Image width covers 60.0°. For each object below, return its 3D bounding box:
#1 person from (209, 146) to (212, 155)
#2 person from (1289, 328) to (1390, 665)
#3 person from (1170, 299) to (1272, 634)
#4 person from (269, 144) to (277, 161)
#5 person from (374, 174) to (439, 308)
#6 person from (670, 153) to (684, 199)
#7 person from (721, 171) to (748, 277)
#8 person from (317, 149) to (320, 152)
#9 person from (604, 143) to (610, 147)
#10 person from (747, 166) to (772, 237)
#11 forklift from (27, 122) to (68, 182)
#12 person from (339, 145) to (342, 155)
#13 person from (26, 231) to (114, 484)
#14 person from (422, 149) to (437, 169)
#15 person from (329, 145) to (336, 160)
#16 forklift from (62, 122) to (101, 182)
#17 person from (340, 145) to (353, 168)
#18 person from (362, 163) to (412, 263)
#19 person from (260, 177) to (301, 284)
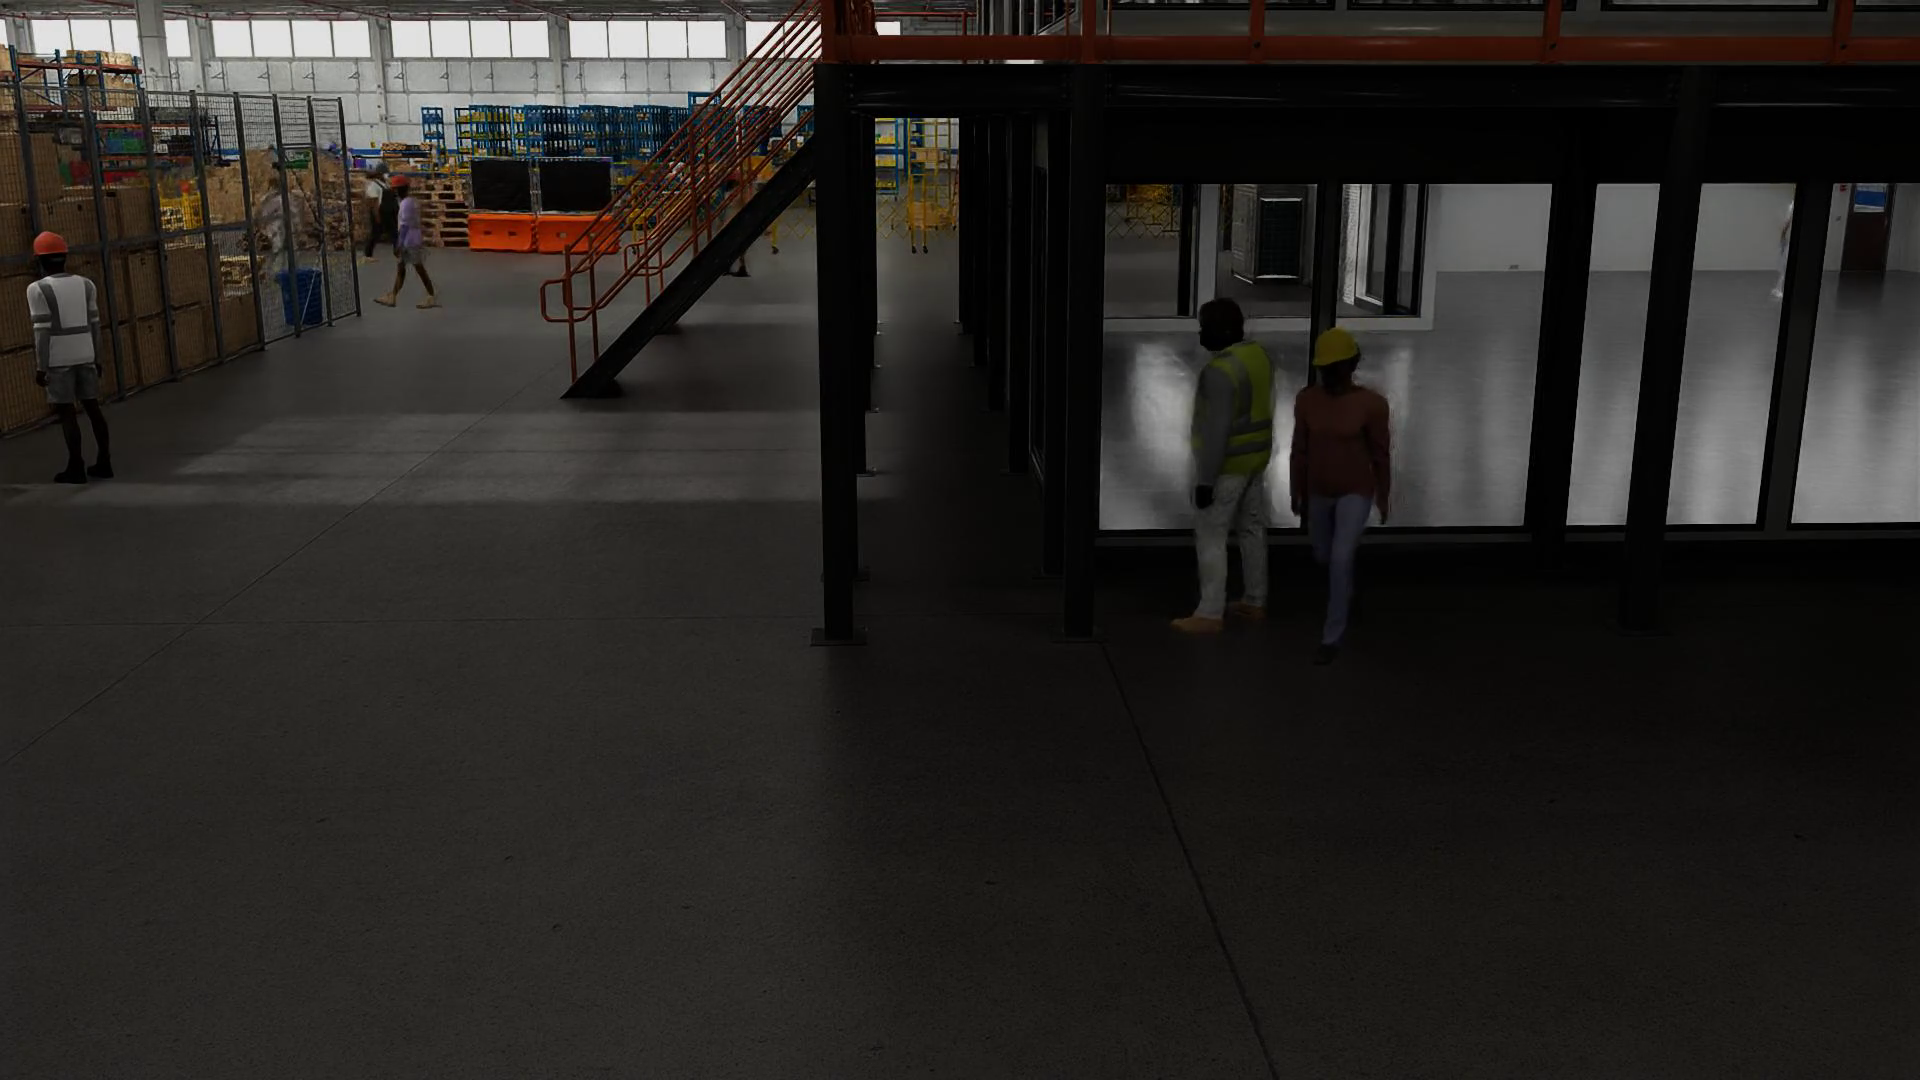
[{"bbox_3d":[-41.591,-21.210,92.007,0.550,1.942,0.346,7,16,25],"label":"person"},{"bbox_3d":[2.021,-0.269,8.749,0.539,1.736,0.777,10,17,36],"label":"person"},{"bbox_3d":[1.469,-0.400,9.105,0.436,1.817,0.665,9,17,32],"label":"person"},{"bbox_3d":[-35.706,-19.734,86.546,0.691,1.710,0.528,7,15,25],"label":"person"},{"bbox_3d":[-8.369,-4.458,24.933,0.999,1.994,0.625,-4,15,-17],"label":"person"},{"bbox_3d":[-8.898,-11.277,52.470,0.521,1.865,0.328,-8,16,-29],"label":"person"},{"bbox_3d":[-4.214,-5.721,30.177,0.735,1.909,0.550,-4,15,-15],"label":"person"},{"bbox_3d":[-31.072,-18.238,80.325,0.373,1.843,0.571,2,14,10],"label":"person"},{"bbox_3d":[-18.667,-20.247,88.517,0.587,1.776,0.898,2,14,8],"label":"person"},{"bbox_3d":[-5.058,-8.337,41.005,0.902,1.713,0.544,3,14,12],"label":"person"},{"bbox_3d":[-35.376,-14.773,64.377,1.129,2.768,1.873,-1,14,-2],"label":"forklift"},{"bbox_3d":[-30.613,-18.739,82.588,0.447,1.733,0.579,4,15,15],"label":"person"},{"bbox_3d":[-6.903,-1.401,12.850,0.374,1.934,0.549,7,16,27],"label":"person"},{"bbox_3d":[-25.180,-17.888,78.935,0.641,1.842,1.029,-11,18,-38],"label":"person"},{"bbox_3d":[-25.282,-15.003,67.279,1.006,1.892,0.602,-1,14,-6],"label":"person"},{"bbox_3d":[-37.812,-16.491,71.243,1.129,2.768,1.873,-1,14,-2],"label":"forklift"},{"bbox_3d":[-27.432,-16.761,74.450,0.599,1.830,0.403,2,14,6],"label":"person"},{"bbox_3d":[-11.572,-6.560,33.254,1.014,2.000,0.694,4,15,16],"label":"person"},{"bbox_3d":[-11.963,-5.482,29.391,0.651,1.845,1.193,-2,14,-10],"label":"person"}]
